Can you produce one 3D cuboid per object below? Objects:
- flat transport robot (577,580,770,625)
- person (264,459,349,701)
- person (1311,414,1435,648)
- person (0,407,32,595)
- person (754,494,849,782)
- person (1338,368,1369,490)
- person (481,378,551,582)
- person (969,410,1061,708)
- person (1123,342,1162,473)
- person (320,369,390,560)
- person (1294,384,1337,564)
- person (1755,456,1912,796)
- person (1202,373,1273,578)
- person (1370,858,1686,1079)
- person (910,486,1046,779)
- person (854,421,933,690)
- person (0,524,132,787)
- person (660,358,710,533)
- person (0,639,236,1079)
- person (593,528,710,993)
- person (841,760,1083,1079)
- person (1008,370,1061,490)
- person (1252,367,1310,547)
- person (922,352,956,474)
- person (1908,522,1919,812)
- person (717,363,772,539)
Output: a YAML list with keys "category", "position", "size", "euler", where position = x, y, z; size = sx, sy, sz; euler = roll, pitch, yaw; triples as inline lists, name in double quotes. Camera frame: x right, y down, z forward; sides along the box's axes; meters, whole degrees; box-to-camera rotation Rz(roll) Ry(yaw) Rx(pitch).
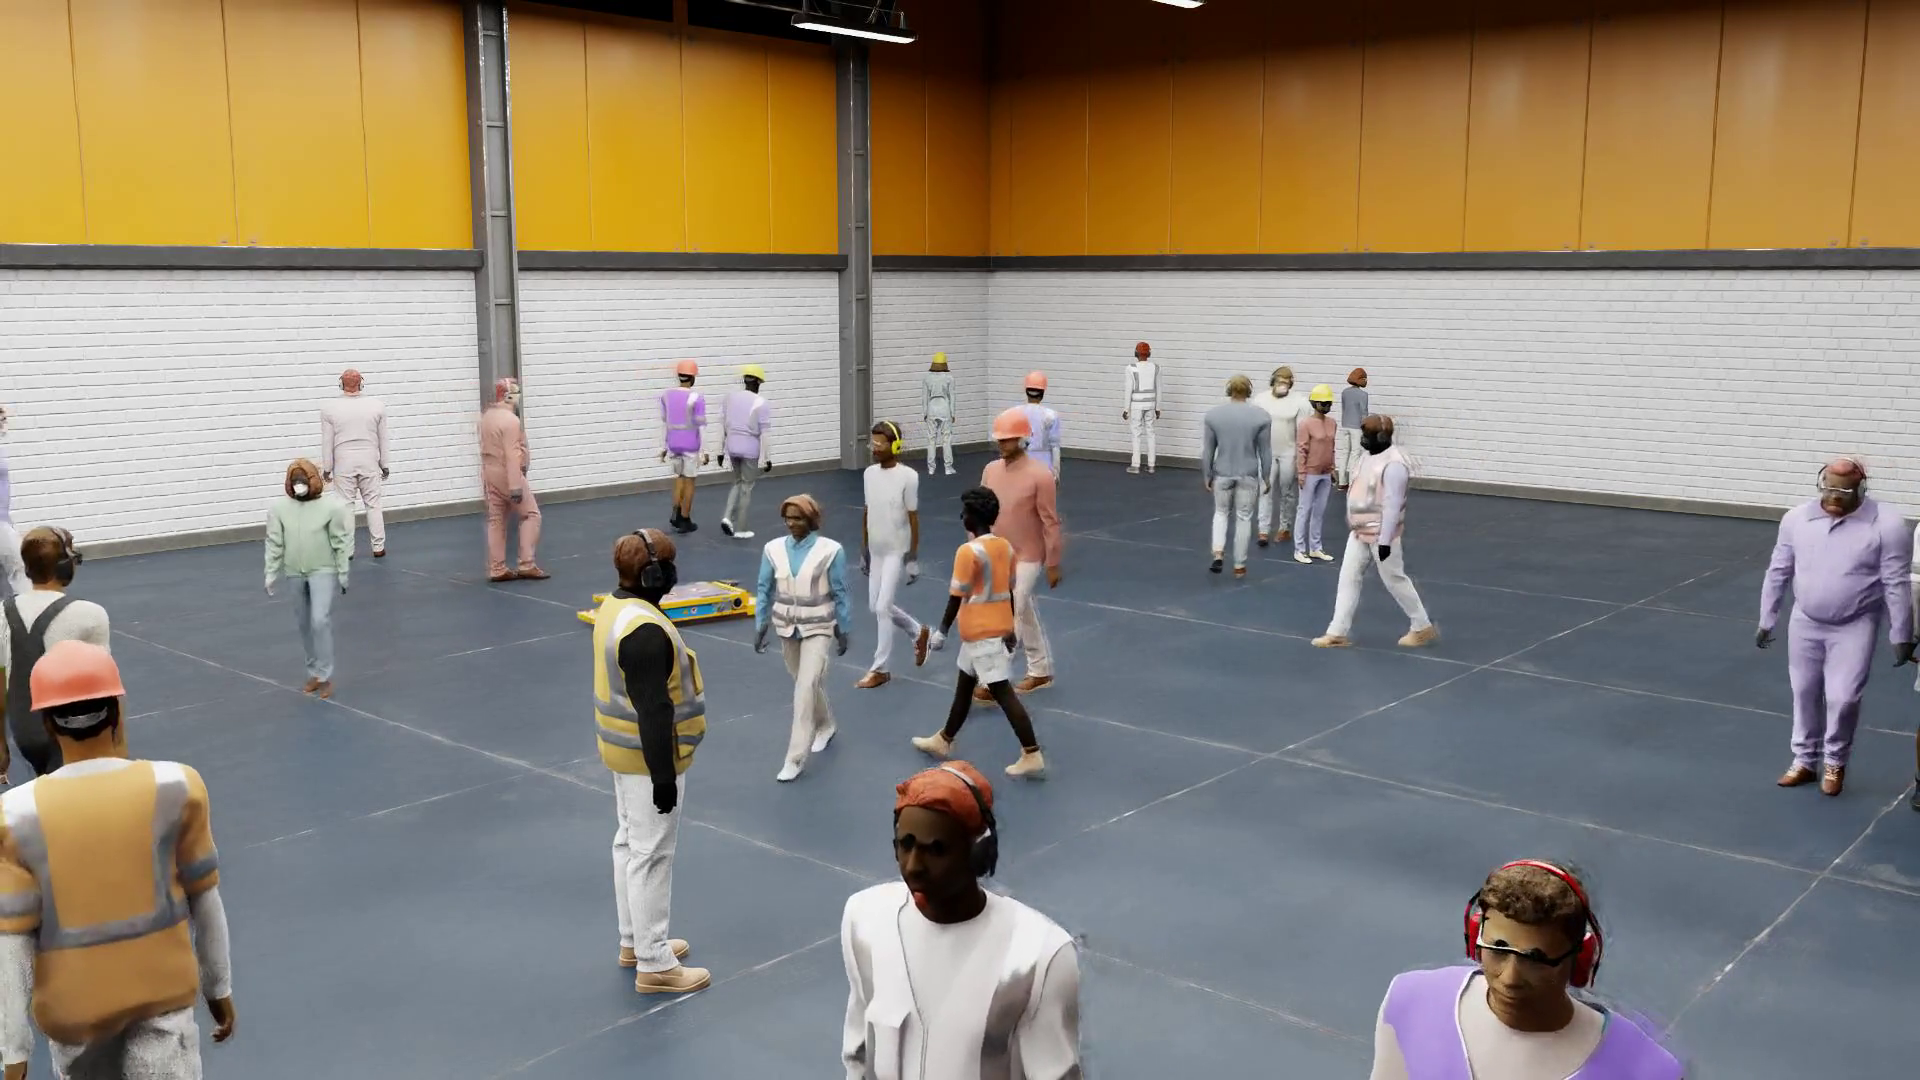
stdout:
- category: "flat transport robot"
  position: [-2.349, 0.530, 13.670]
  size: [1.431, 0.197, 0.652]
  euler: [-7, 11, -36]
- category: "person"
  position: [-4.385, 0.269, 11.135]
  size: [0.504, 1.611, 0.662]
  euler: [0, 9, 0]
- category: "person"
  position: [3.199, -0.060, 12.600]
  size: [0.939, 1.805, 0.637]
  euler: [-2, 9, -11]
- category: "person"
  position: [-7.355, -0.121, 12.717]
  size: [1.009, 1.885, 0.647]
  euler: [-5, 11, -30]
- category: "person"
  position: [-0.902, 0.519, 9.605]
  size: [0.532, 1.593, 0.868]
  euler: [4, 10, 21]
- category: "person"
  position: [5.165, -1.436, 21.775]
  size: [0.270, 1.627, 0.502]
  euler: [-4, 10, -26]
- category: "person"
  position: [-4.082, -0.551, 15.377]
  size: [0.657, 1.887, 0.673]
  euler: [-7, 12, -38]
- category: "person"
  position: [0.286, 0.118, 11.008]
  size: [1.007, 1.944, 0.622]
  euler: [-8, 12, -39]
- category: "person"
  position: [2.611, -1.894, 23.840]
  size: [0.586, 1.882, 0.340]
  euler: [-3, 10, -20]
- category: "person"
  position: [-6.039, -0.756, 16.623]
  size: [0.655, 1.906, 0.407]
  euler: [-5, 10, -28]
- category: "person"
  position: [3.538, -0.653, 16.418]
  size: [0.527, 1.767, 0.331]
  euler: [-6, 11, -35]
- category: "person"
  position: [4.733, 0.473, 9.014]
  size: [0.502, 1.873, 0.773]
  euler: [-8, 12, -42]
- category: "person"
  position: [2.597, -0.595, 15.575]
  size: [0.642, 1.926, 0.442]
  euler: [3, 10, 19]
- category: "person"
  position: [1.035, 1.452, 3.162]
  size: [0.573, 1.786, 1.023]
  euler: [9, 13, 43]
- category: "person"
  position: [0.123, 0.516, 9.455]
  size: [0.921, 1.645, 0.532]
  euler: [4, 10, 24]
- category: "person"
  position: [-0.463, 0.082, 11.556]
  size: [0.526, 1.848, 0.752]
  euler: [8, 12, 42]
- category: "person"
  position: [-3.791, 0.842, 6.927]
  size: [0.520, 1.812, 0.921]
  euler: [1, 9, 6]
- category: "person"
  position: [-3.010, -1.035, 18.320]
  size: [0.585, 1.922, 0.408]
  euler: [4, 10, 25]
- category: "person"
  position: [-2.190, 1.217, 4.338]
  size: [0.567, 1.888, 0.937]
  euler: [-5, 10, -28]
- category: "person"
  position: [-1.227, 0.868, 6.632]
  size: [0.429, 1.843, 0.633]
  euler: [-4, 10, -22]
- category: "person"
  position: [-0.020, 1.370, 3.525]
  size: [0.596, 1.829, 0.974]
  euler: [4, 10, 25]
- category: "person"
  position: [0.698, -0.680, 16.109]
  size: [0.559, 1.917, 0.553]
  euler: [1, 9, 8]
- category: "person"
  position: [3.318, -0.863, 17.349]
  size: [0.643, 1.879, 1.025]
  euler: [3, 10, 20]
- category: "person"
  position: [-0.294, -1.805, 23.722]
  size: [0.487, 1.744, 0.312]
  euler: [2, 9, 14]
- category: "person"
  position: [5.262, 0.490, 8.703]
  size: [0.550, 1.935, 0.375]
  euler: [7, 12, 39]
- category: "person"
  position: [-2.282, -0.945, 17.859]
  size: [0.636, 1.887, 0.469]
  euler: [4, 10, 25]
